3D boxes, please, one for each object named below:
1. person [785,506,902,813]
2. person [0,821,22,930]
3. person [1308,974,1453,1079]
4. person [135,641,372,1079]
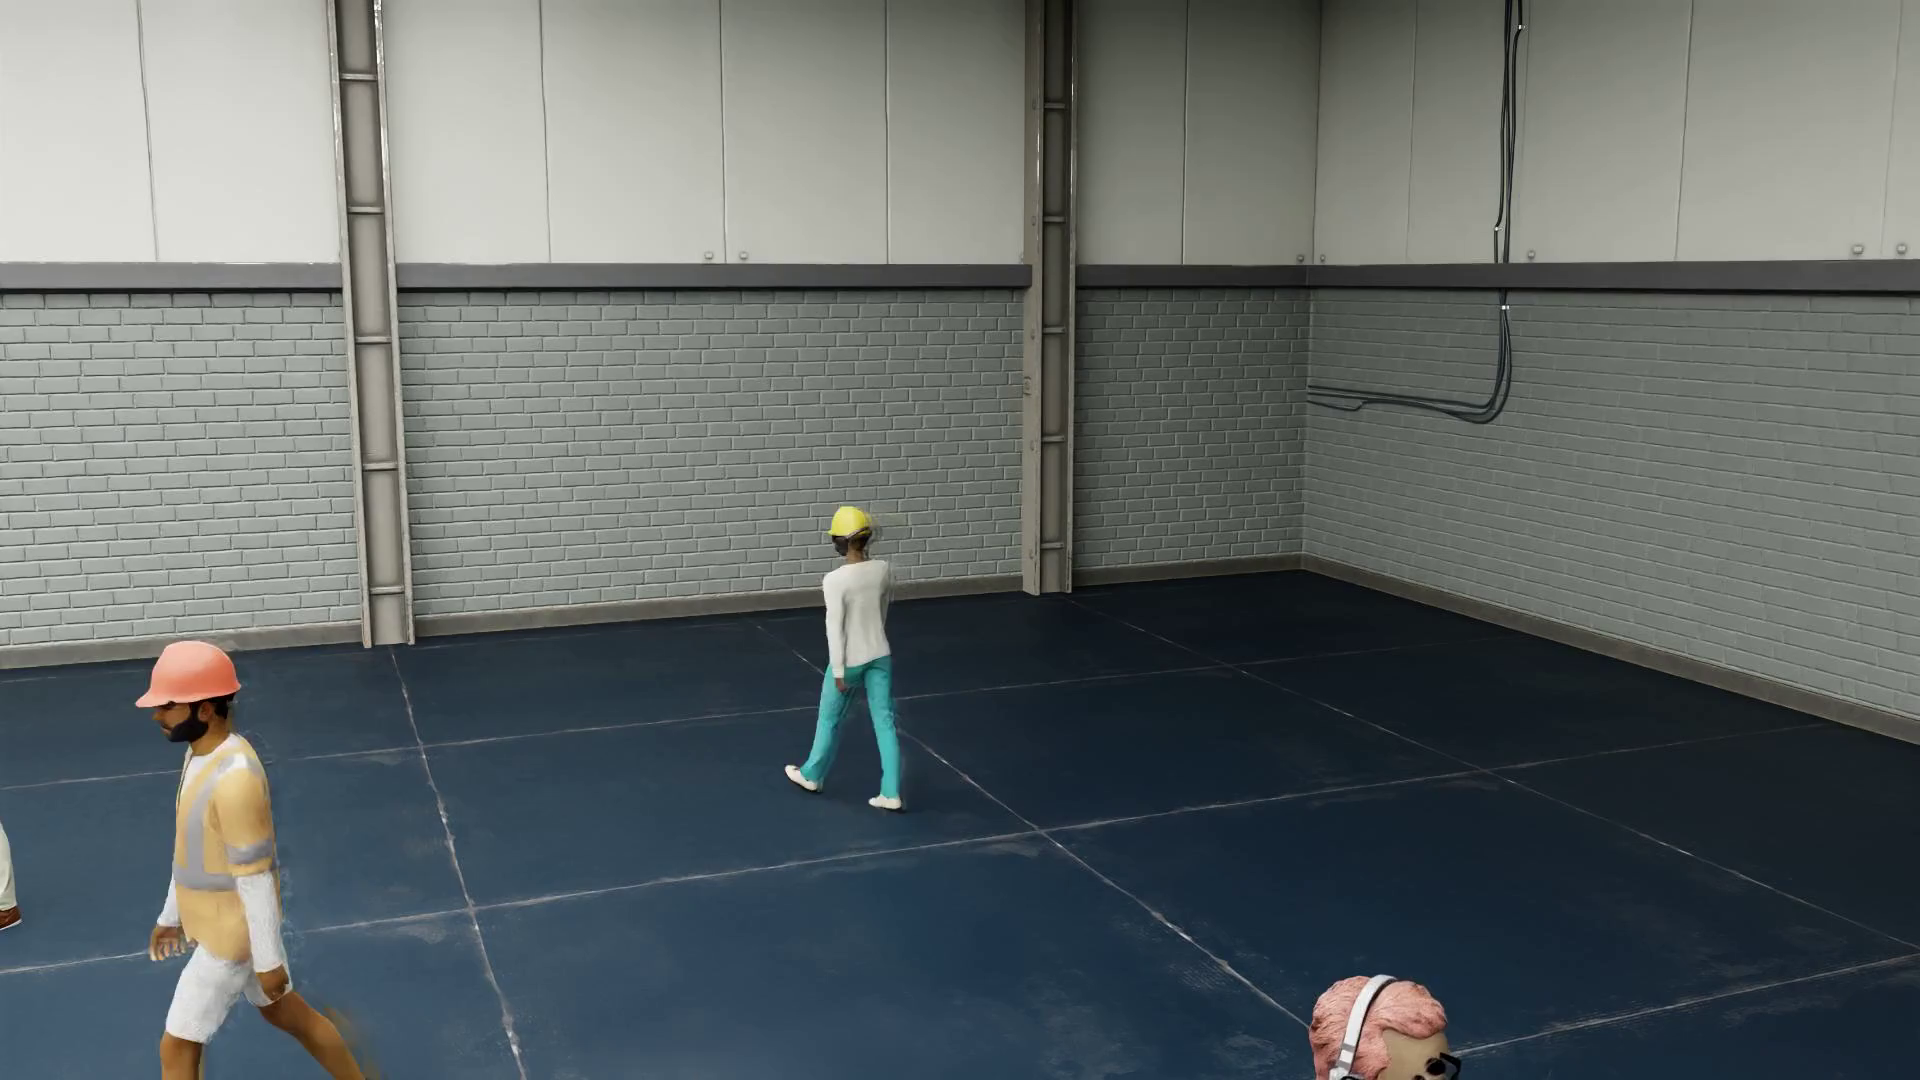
[{"bbox_3d":[-0.642,0.665,9.537,0.532,1.727,0.887,-8,12,-42],"label":"person"},{"bbox_3d":[-4.608,0.899,7.646,0.509,1.863,0.311,7,11,37],"label":"person"},{"bbox_3d":[0.671,1.644,2.817,0.401,1.907,0.646,5,10,29],"label":"person"},{"bbox_3d":[-2.375,1.241,5.438,1.037,1.890,0.545,-5,10,-27],"label":"person"}]
